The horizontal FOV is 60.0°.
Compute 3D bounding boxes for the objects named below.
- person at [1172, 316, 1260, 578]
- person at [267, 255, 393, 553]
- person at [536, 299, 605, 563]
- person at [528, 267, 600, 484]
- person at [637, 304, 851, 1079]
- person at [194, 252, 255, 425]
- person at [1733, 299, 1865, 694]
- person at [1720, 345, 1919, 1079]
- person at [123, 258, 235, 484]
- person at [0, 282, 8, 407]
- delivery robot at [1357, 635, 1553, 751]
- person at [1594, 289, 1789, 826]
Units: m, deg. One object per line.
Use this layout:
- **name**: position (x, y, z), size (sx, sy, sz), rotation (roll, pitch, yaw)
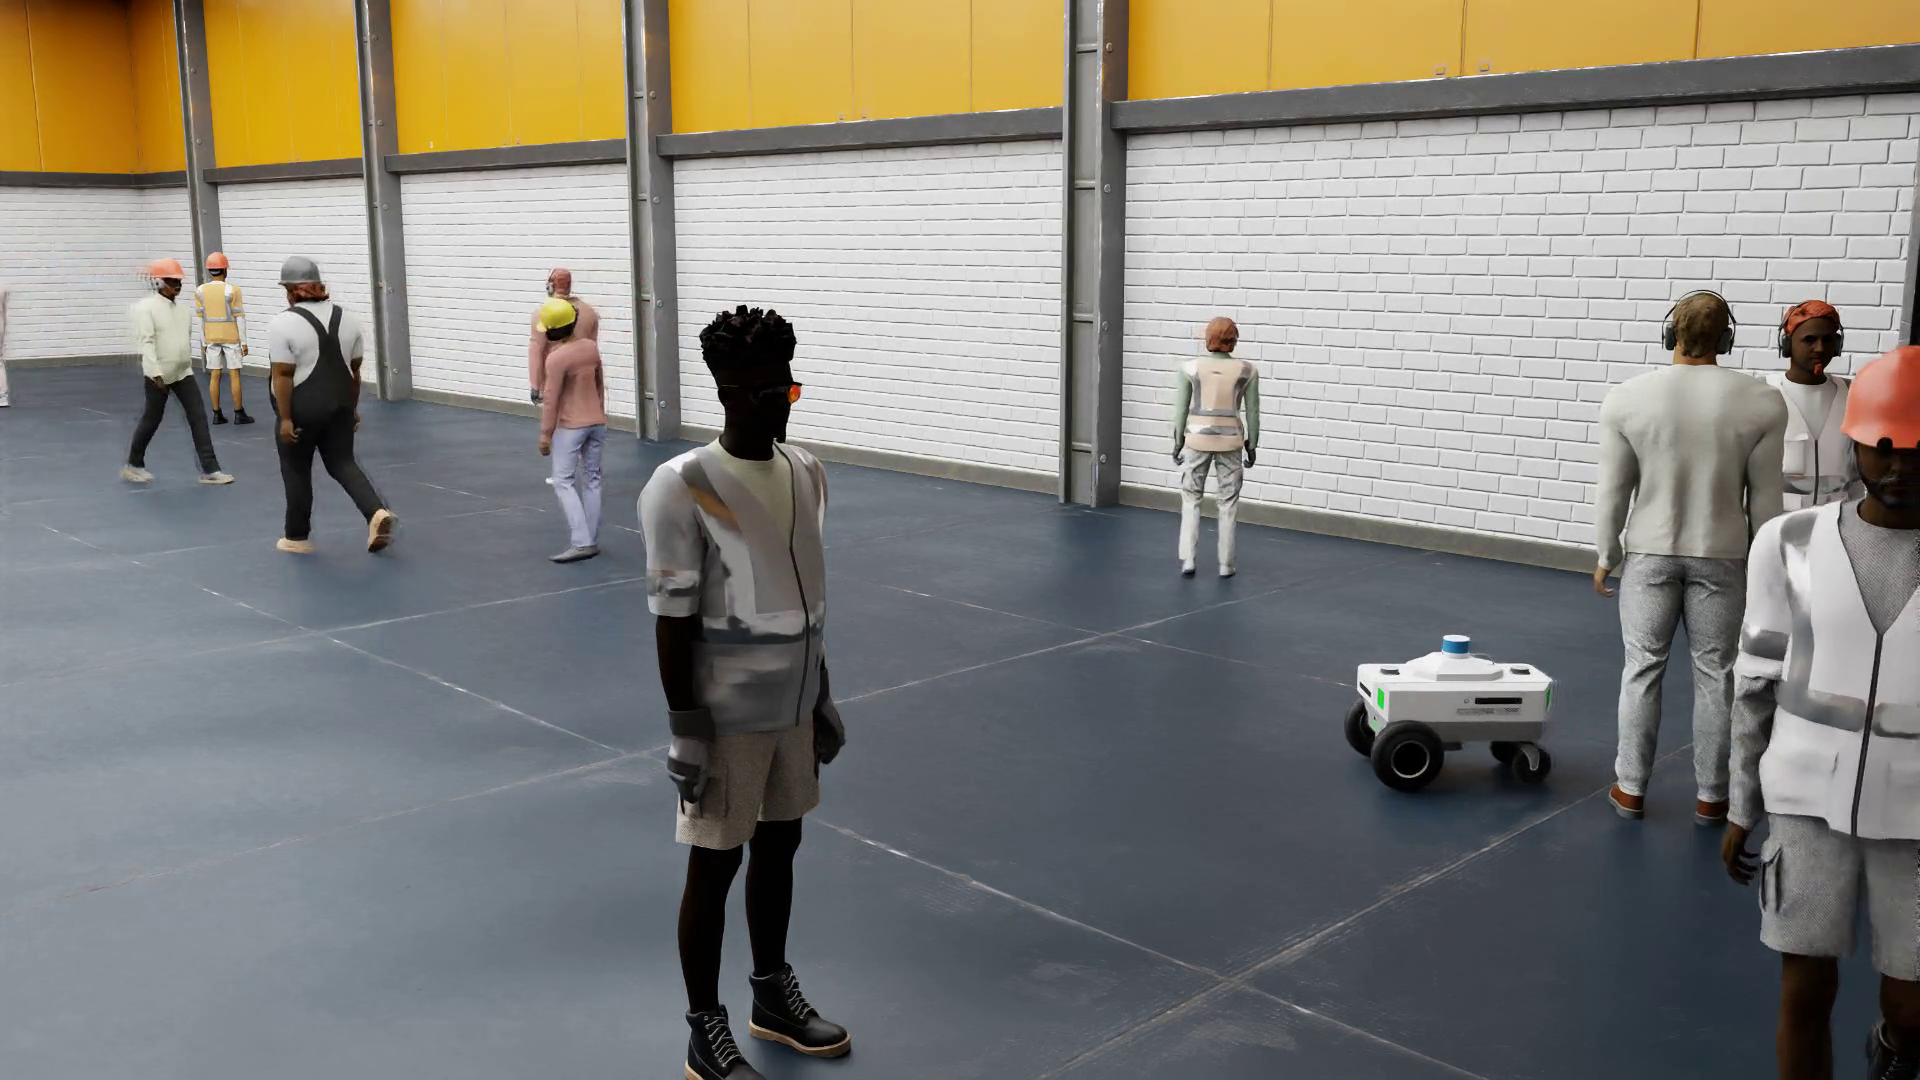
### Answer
- **person**: position (1.588, -0.565, 10.332), size (0.544, 1.633, 0.324), rotation (1, 10, 8)
- **person**: position (-4.231, -0.901, 11.059), size (0.869, 2.000, 0.693), rotation (7, 12, 33)
- **person**: position (-2.500, -0.712, 10.908), size (0.358, 1.726, 0.609), rotation (6, 12, 28)
- **person**: position (-3.276, -1.338, 13.908), size (0.862, 1.880, 0.650), rotation (9, 13, 39)
- **person**: position (-0.514, 0.402, 4.154), size (0.367, 1.966, 0.603), rotation (7, 12, 33)
- **person**: position (-8.305, -2.265, 18.767), size (0.545, 1.942, 0.354), rotation (0, 10, 2)
- **person**: position (3.274, 0.003, 6.555), size (0.584, 1.882, 0.347), rotation (0, 10, 0)
- **person**: position (1.921, 0.544, 3.513), size (0.552, 1.917, 0.638), rotation (7, 12, 32)
- **person**: position (-6.816, -1.439, 14.271), size (1.028, 1.950, 0.614), rotation (4, 11, 22)
- **person**: position (-12.097, -2.569, 20.566), size (0.517, 1.886, 0.669), rotation (3, 11, 16)
- **delivery robot**: position (1.950, 0.619, 6.567), size (0.707, 0.478, 0.477), rotation (0, 10, -1)
- **person**: position (2.618, 0.072, 6.027), size (0.627, 1.941, 0.372), rotation (4, 11, 22)
